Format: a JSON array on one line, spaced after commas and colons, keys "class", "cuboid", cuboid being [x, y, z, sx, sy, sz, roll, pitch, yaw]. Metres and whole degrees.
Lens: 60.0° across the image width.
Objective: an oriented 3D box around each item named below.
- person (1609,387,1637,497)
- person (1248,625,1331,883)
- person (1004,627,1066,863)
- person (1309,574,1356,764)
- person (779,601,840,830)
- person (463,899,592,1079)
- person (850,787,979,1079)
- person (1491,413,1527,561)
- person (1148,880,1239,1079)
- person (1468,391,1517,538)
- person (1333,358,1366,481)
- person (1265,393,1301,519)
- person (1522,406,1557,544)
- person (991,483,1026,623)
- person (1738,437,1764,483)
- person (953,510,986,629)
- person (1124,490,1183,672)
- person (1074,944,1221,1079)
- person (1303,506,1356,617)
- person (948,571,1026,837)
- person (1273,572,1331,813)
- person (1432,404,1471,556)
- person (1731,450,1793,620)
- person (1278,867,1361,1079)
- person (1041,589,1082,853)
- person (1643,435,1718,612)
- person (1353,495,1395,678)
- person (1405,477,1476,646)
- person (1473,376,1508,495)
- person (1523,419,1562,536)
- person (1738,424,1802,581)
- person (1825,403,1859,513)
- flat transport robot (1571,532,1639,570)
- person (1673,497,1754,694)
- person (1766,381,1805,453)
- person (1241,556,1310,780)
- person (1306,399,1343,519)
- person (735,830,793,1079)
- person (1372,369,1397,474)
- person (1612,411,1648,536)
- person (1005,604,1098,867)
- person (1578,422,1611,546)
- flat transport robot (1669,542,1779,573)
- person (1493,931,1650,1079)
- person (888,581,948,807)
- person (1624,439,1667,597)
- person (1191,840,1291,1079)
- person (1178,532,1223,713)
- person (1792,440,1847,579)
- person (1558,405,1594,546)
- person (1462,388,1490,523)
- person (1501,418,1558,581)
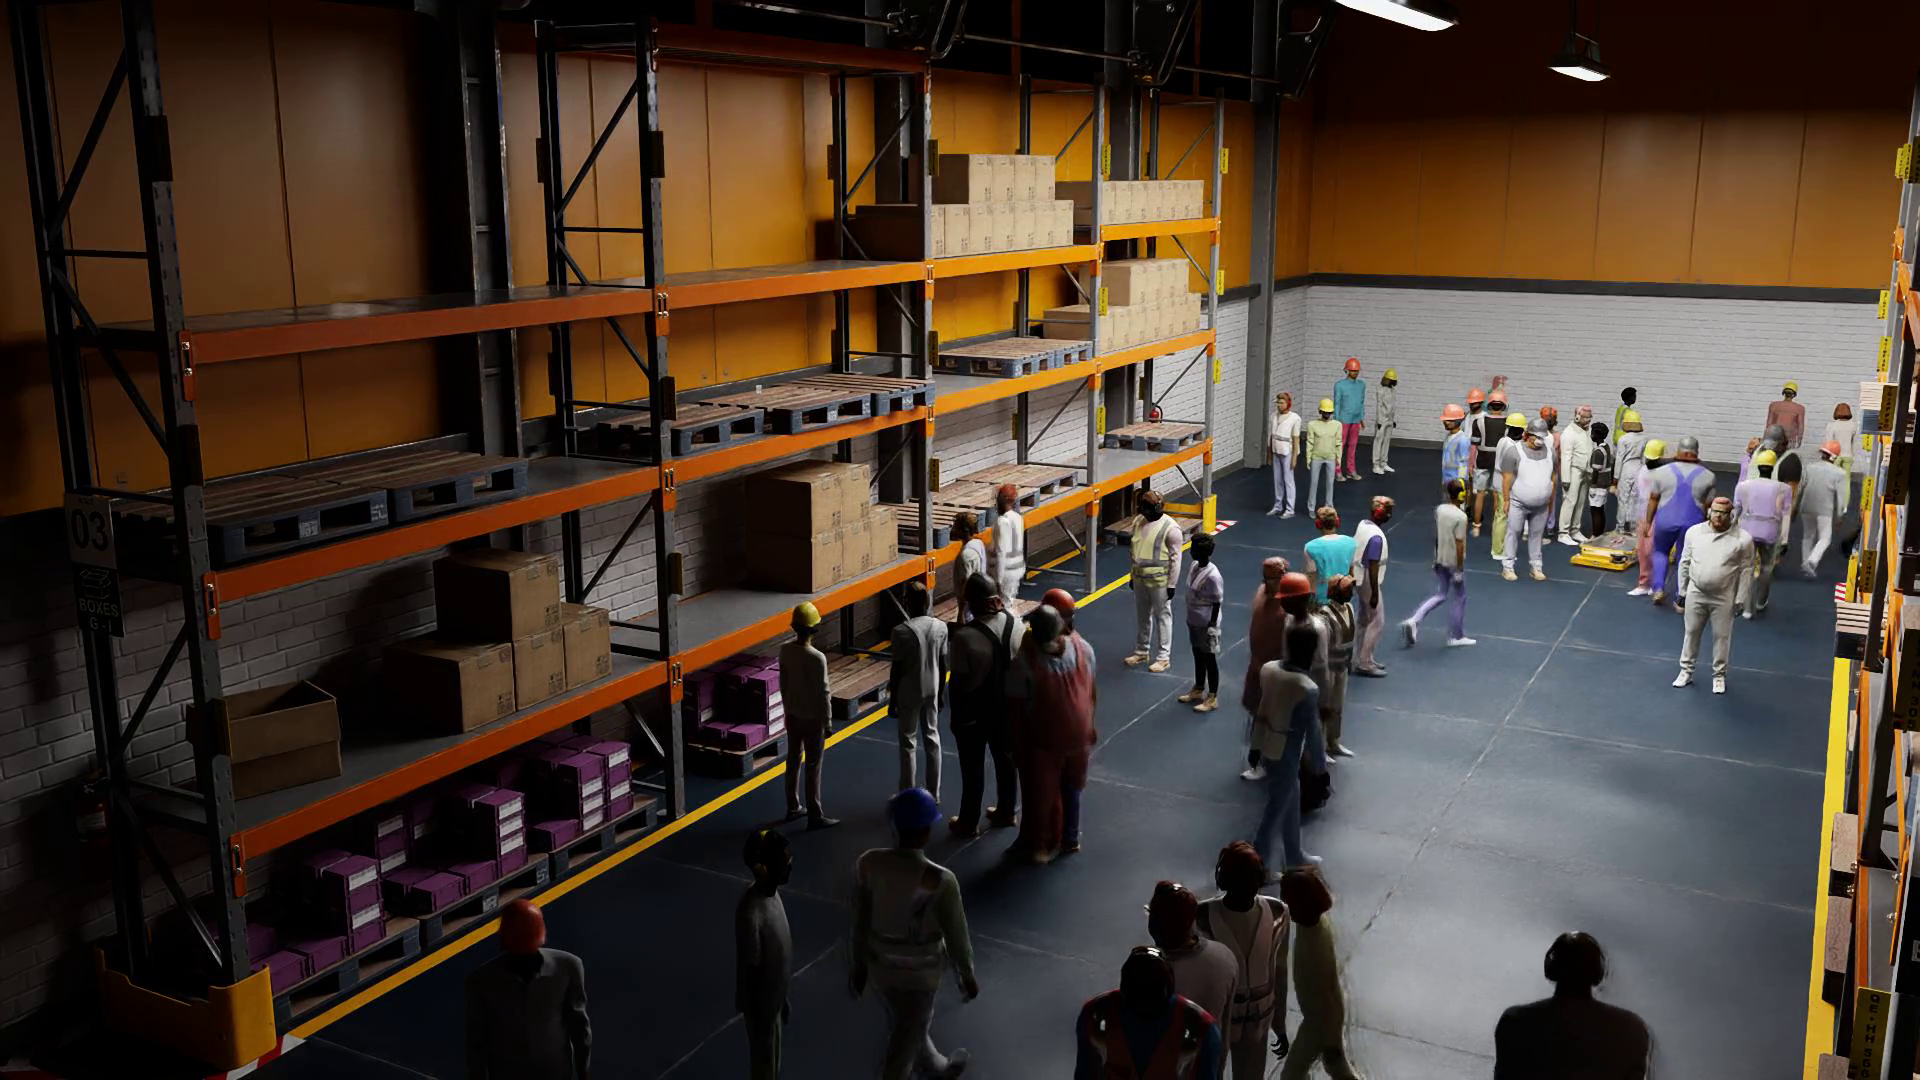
[{"class": "person", "cuboid": [10.259, -1.519, 25.684, 0.316, 1.695, 0.541, 1, 13, 5]}, {"class": "person", "cuboid": [2.371, 1.507, 11.700, 0.780, 1.885, 0.606, -4, 13, -19]}, {"class": "person", "cuboid": [0.556, 1.482, 12.096, 0.533, 1.767, 0.327, 11, 16, 40]}, {"class": "person", "cuboid": [3.187, 1.086, 14.177, 0.313, 1.634, 0.514, 11, 17, 41]}, {"class": "person", "cuboid": [-1.167, 1.336, 12.737, 0.533, 1.772, 0.296, 12, 17, 44]}, {"class": "person", "cuboid": [-1.991, 2.473, 7.721, 0.569, 1.740, 0.354, -5, 13, -20]}, {"class": "person", "cuboid": [-0.189, 2.181, 8.646, 0.630, 1.890, 1.016, 9, 15, 35]}, {"class": "person", "cuboid": [7.081, -0.686, 21.465, 0.393, 1.918, 0.585, 2, 13, 9]}, {"class": "person", "cuboid": [0.935, 2.439, 7.488, 0.638, 1.911, 0.402, -9, 15, -35]}, {"class": "person", "cuboid": [7.272, -1.024, 22.734, 0.611, 2.030, 0.410, 3, 13, 12]}, {"class": "person", "cuboid": [6.313, -1.953, 26.955, 0.614, 1.994, 0.381, -6, 14, -25]}, {"class": "person", "cuboid": [4.692, -1.223, 24.060, 0.400, 1.836, 0.561, -7, 14, -29]}, {"class": "person", "cuboid": [7.811, -0.868, 22.373, 0.374, 1.879, 0.584, -1, 13, -6]}, {"class": "person", "cuboid": [0.518, 0.364, 16.902, 0.408, 1.863, 0.627, 4, 13, 15]}, {"class": "person", "cuboid": [10.127, -0.512, 21.332, 0.318, 1.631, 0.524, 2, 13, 7]}, {"class": "person", "cuboid": [0.084, 0.625, 15.755, 0.337, 1.845, 0.506, 3, 13, 14]}, {"class": "person", "cuboid": [1.933, 0.405, 16.746, 0.430, 1.843, 0.626, -10, 16, -38]}, {"class": "person", "cuboid": [0.781, 2.571, 7.080, 0.623, 1.835, 0.431, 3, 13, 13]}, {"class": "person", "cuboid": [3.513, 0.593, 15.911, 0.564, 1.837, 0.388, -5, 14, -22]}, {"class": "person", "cuboid": [0.167, 1.220, 12.647, 0.681, 2.000, 0.535, -9, 15, -34]}, {"class": "person", "cuboid": [2.640, 1.202, 13.024, 0.399, 1.910, 0.578, -3, 13, -15]}, {"class": "person", "cuboid": [6.337, -0.743, 21.464, 0.416, 2.035, 0.609, -1, 13, -4]}, {"class": "person", "cuboid": [9.034, -0.084, 18.802, 0.612, 1.893, 0.871, 6, 14, 25]}, {"class": "person", "cuboid": [1.887, 2.405, 8.378, 0.712, 1.590, 0.515, 3, 13, 13]}, {"class": "person", "cuboid": [0.746, 1.328, 12.281, 0.392, 1.989, 0.610, 1, 13, 6]}, {"class": "person", "cuboid": [8.251, -0.216, 19.077, 0.750, 2.000, 0.608, 5, 13, 19]}, {"class": "person", "cuboid": [4.084, 0.450, 16.581, 0.447, 1.829, 0.584, 0, 13, 1]}, {"class": "person", "cuboid": [5.096, 0.243, 17.463, 0.761, 1.846, 0.528, -5, 13, -20]}, {"class": "person", "cuboid": [8.357, -1.610, 25.722, 0.975, 1.855, 0.679, 0, 13, -1]}, {"class": "person", "cuboid": [8.062, -0.935, 22.910, 0.525, 1.771, 0.305, 6, 14, 25]}, {"class": "person", "cuboid": [9.808, -0.481, 20.263, 0.545, 2.000, 0.768, -6, 14, -26]}, {"class": "person", "cuboid": [12.890, -1.197, 24.389, 0.498, 1.633, 0.285, -1, 13, -2]}, {"class": "flat transport robot", "cuboid": [8.490, 0.131, 21.519, 0.652, 0.197, 1.431, 10, 16, 39]}, {"class": "person", "cuboid": [7.255, 0.524, 16.058, 0.641, 1.913, 0.408, 8, 15, 33]}, {"class": "person", "cuboid": [12.813, -1.587, 25.865, 0.533, 1.756, 0.337, 7, 15, 30]}, {"class": "person", "cuboid": [2.623, 1.039, 13.801, 0.719, 1.888, 0.703, -6, 14, -24]}, {"class": "person", "cuboid": [5.243, -1.167, 23.972, 0.525, 1.760, 0.340, 0, 13, 0]}, {"class": "person", "cuboid": [-0.932, 2.304, 8.178, 0.328, 1.873, 0.518, 1, 13, 3]}, {"class": "person", "cuboid": [7.094, -1.976, 27.643, 0.483, 1.736, 0.311, -11, 17, -40]}, {"class": "person", "cuboid": [9.182, -0.904, 22.848, 0.485, 1.737, 0.320, -5, 13, -20]}, {"class": "person", "cuboid": [0.657, 1.348, 12.074, 0.744, 2.000, 0.747, -5, 14, -23]}, {"class": "person", "cuboid": [8.501, -0.730, 22.174, 0.319, 1.694, 0.533, 8, 15, 31]}, {"class": "flat transport robot", "cuboid": [9.623, 0.192, 21.246, 1.431, 0.197, 0.652, 9, 15, 35]}, {"class": "person", "cuboid": [2.550, 2.527, 7.121, 0.653, 1.892, 0.983, 1, 13, 6]}, {"class": "person", "cuboid": [-0.335, 1.226, 13.092, 0.499, 1.839, 0.349, -8, 15, -33]}, {"class": "person", "cuboid": [8.109, -0.256, 19.540, 0.399, 1.905, 0.601, -4, 13, -18]}, {"class": "person", "cuboid": [1.312, 2.341, 7.985, 0.576, 1.883, 0.354, -3, 13, -15]}, {"class": "person", "cuboid": [2.260, 0.757, 15.492, 0.320, 1.697, 0.537, -4, 13, -17]}, {"class": "person", "cuboid": [10.554, -0.370, 20.500, 0.669, 1.719, 0.598, -11, 17, -42]}, {"class": "person", "cuboid": [8.304, -0.874, 22.365, 0.653, 1.895, 0.401, -12, 17, -42]}, {"class": "person", "cuboid": [7.344, -1.212, 23.792, 0.386, 1.930, 0.546, -6, 14, -24]}, {"class": "person", "cuboid": [6.987, -0.504, 20.367, 0.679, 2.000, 0.535, -1, 13, -4]}]
